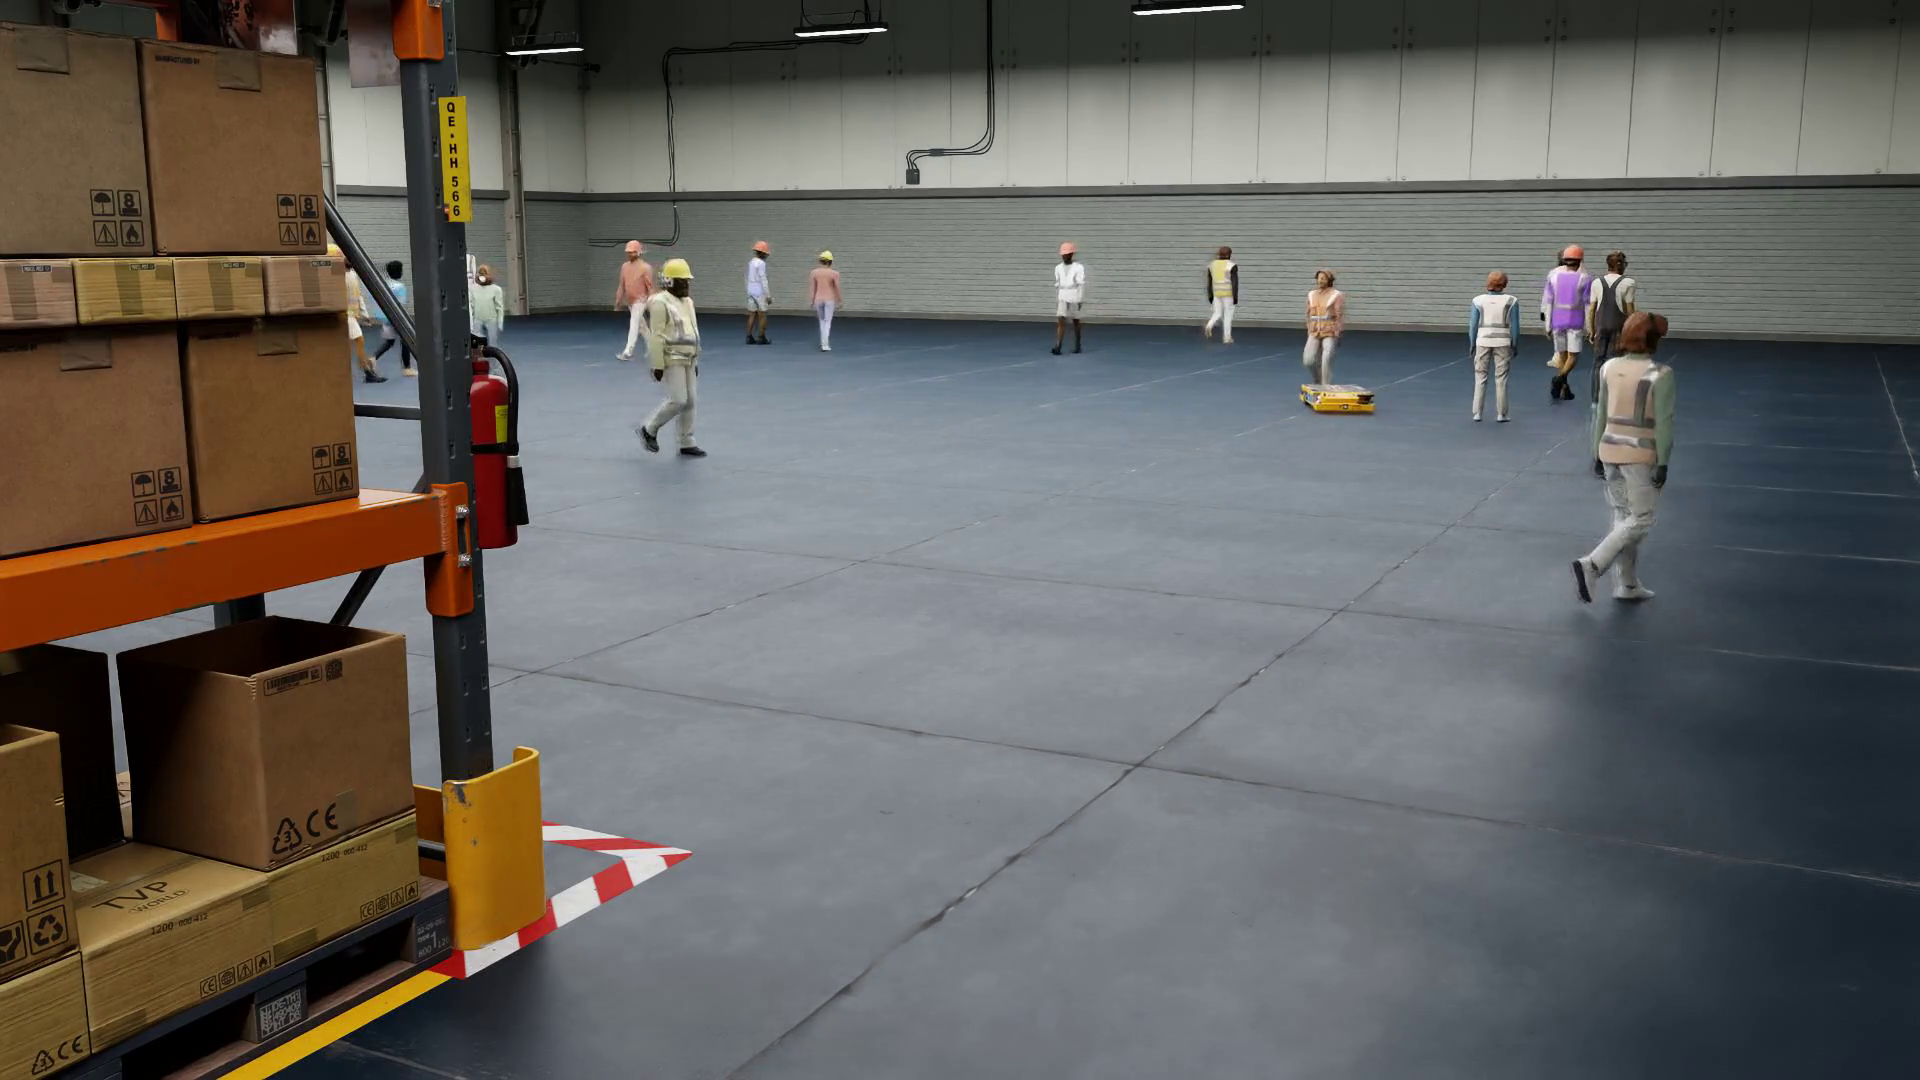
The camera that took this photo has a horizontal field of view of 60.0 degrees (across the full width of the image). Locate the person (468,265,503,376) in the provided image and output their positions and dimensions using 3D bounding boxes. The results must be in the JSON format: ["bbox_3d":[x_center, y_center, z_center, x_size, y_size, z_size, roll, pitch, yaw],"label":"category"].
[{"bbox_3d":[-6.551,-2.975,22.925,0.524,1.614,0.524,1,10,5],"label":"person"}]

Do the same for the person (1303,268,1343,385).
[{"bbox_3d":[4.382,-2.461,20.098,0.518,1.625,0.360,9,14,40],"label":"person"}]

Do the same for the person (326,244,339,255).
[{"bbox_3d":[-9.650,-3.554,25.357,0.581,1.885,0.616,-3,11,-17],"label":"person"}]

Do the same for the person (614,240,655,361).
[{"bbox_3d":[-5.254,-3.871,26.956,0.615,1.944,1.045,8,13,37],"label":"person"}]

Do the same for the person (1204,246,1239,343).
[{"bbox_3d":[4.933,-4.607,31.261,0.604,1.826,0.631,-10,14,-43],"label":"person"}]

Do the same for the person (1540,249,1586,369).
[{"bbox_3d":[9.146,-3.505,25.299,0.648,1.811,0.793,-2,11,-12],"label":"person"}]

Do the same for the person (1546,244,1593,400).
[{"bbox_3d":[7.389,-2.633,20.245,0.557,1.918,0.776,8,13,38],"label":"person"}]

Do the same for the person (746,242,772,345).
[{"bbox_3d":[-3.699,-4.554,30.774,0.484,1.900,0.549,-6,12,-31],"label":"person"}]

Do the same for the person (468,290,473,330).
[{"bbox_3d":[-5.611,-2.204,18.127,0.602,1.830,0.404,-4,11,-21],"label":"person"}]

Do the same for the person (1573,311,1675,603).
[{"bbox_3d":[3.614,-0.431,9.056,0.635,1.621,0.523,-4,11,-23],"label":"person"}]

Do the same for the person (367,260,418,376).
[{"bbox_3d":[-8.114,-3.150,23.717,0.538,1.672,0.686,7,13,35],"label":"person"}]

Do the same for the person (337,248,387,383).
[{"bbox_3d":[-8.431,-3.102,22.865,0.976,1.899,0.544,0,10,2],"label":"person"}]

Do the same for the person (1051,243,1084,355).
[{"bbox_3d":[1.855,-4.101,28.330,0.559,1.887,0.993,5,11,25],"label":"person"}]

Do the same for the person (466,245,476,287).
[{"bbox_3d":[-11.255,-5.826,37.745,0.575,1.882,0.355,-6,12,-28],"label":"person"}]

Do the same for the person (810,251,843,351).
[{"bbox_3d":[-2.321,-4.199,29.270,0.546,1.734,0.795,3,11,17],"label":"person"}]

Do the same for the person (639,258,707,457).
[{"bbox_3d":[-2.603,-1.643,15.122,0.512,1.818,0.597,4,11,19],"label":"person"}]

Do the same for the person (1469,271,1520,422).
[{"bbox_3d":[5.793,-2.094,18.060,0.523,1.638,0.310,5,11,24],"label":"person"}]

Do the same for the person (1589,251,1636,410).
[{"bbox_3d":[7.510,-2.402,19.186,0.506,1.843,0.350,9,13,39],"label":"person"}]

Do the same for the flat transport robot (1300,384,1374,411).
[{"bbox_3d":[4.423,-1.685,19.564,0.652,0.197,1.431,1,10,4],"label":"flat transport robot"}]
